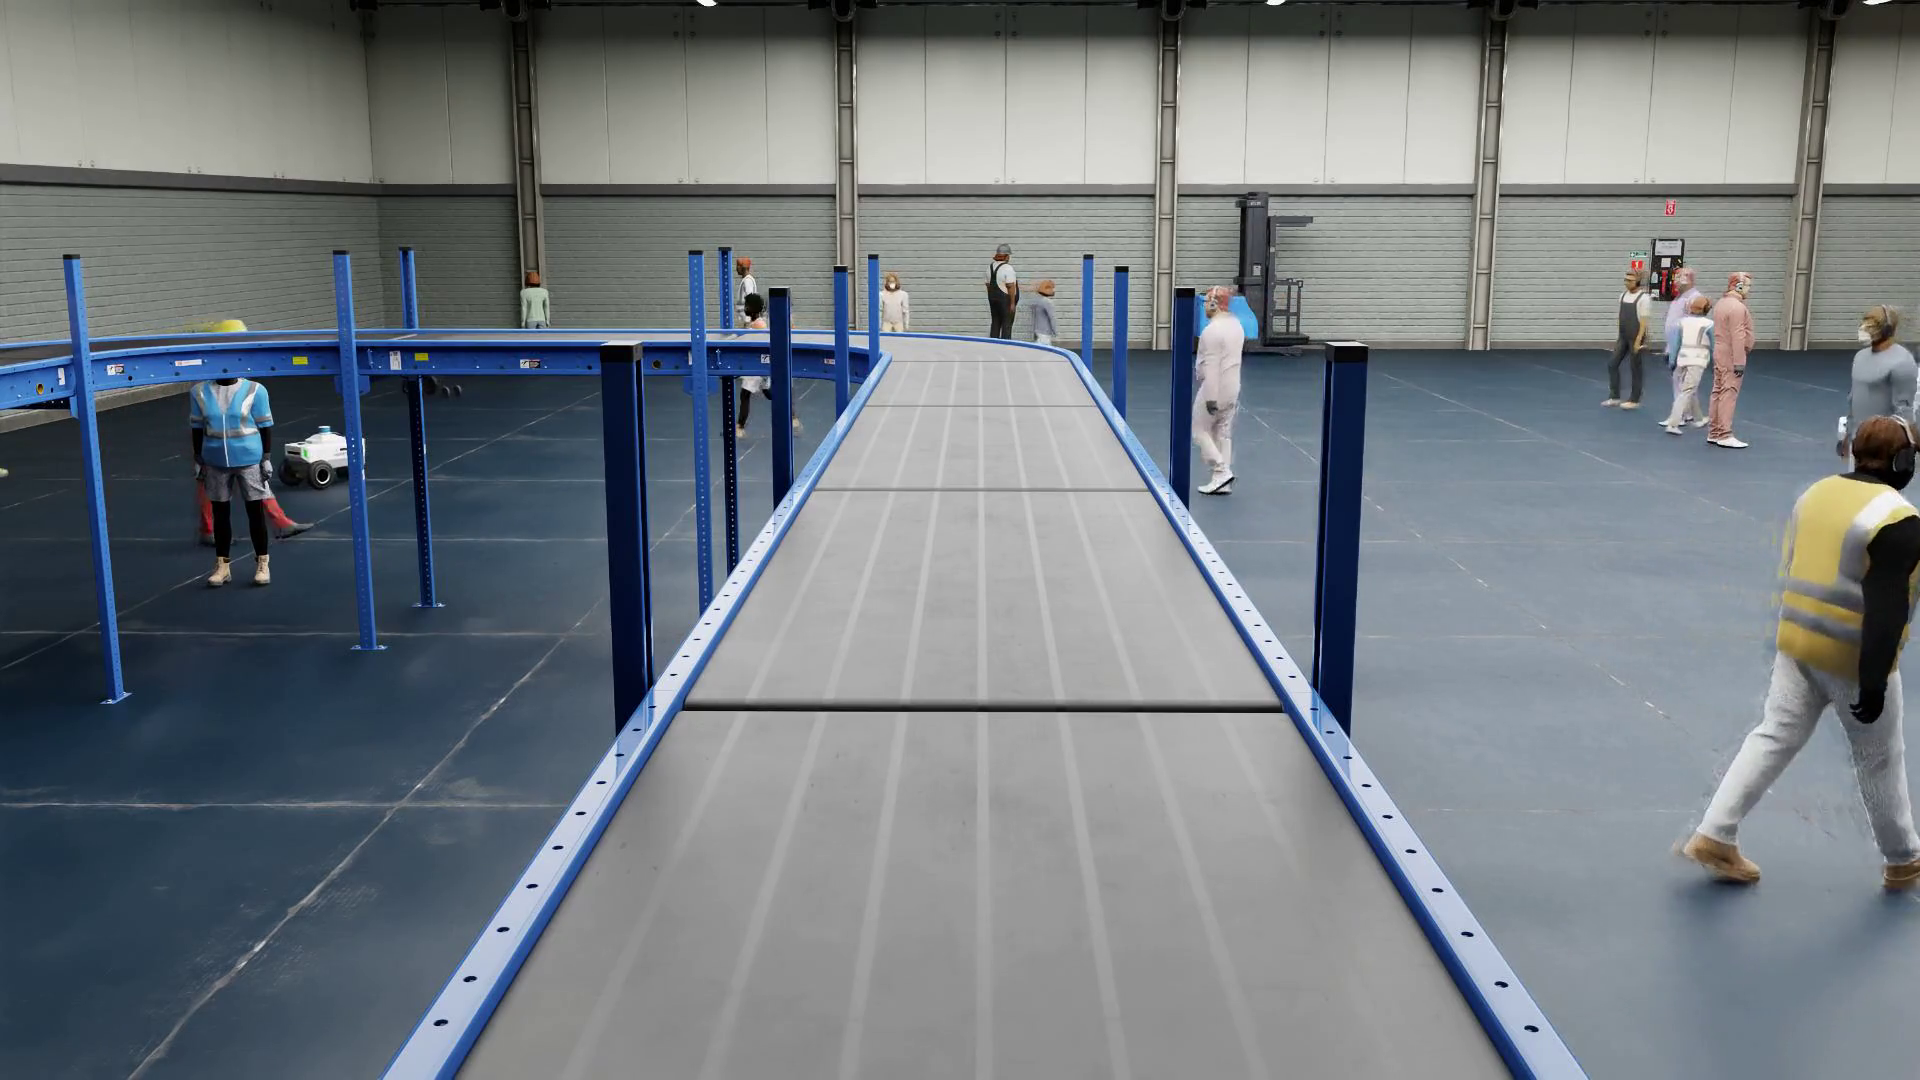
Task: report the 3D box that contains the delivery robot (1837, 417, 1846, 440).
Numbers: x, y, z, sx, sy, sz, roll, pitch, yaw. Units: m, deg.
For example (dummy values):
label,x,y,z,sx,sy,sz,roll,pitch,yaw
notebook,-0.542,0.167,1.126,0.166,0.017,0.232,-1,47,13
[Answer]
label,x,y,z,sx,sy,sz,roll,pitch,yaw
delivery robot,9.473,-1.146,17.311,0.477,0.478,0.707,0,11,-2

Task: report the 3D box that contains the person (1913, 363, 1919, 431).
label,x,y,z,sx,sy,sz,roll,pitch,yaw
person,11.520,-2.185,19.454,0.855,1.846,0.704,-1,11,-4

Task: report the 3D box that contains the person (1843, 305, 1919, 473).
label,x,y,z,sx,sy,sz,roll,pitch,yaw
person,6.505,-0.691,11.650,0.857,1.912,0.631,0,11,2

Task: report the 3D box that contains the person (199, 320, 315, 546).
label,x,y,z,sx,sy,sz,roll,pitch,yaw
person,-5.435,-0.808,12.675,0.884,1.717,0.545,-2,11,-12

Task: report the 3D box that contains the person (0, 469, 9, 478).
label,x,y,z,sx,sy,sz,roll,pitch,yaw
person,-9.347,-1.366,15.709,0.537,1.672,0.785,2,11,9

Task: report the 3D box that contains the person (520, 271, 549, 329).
label,x,y,z,sx,sy,sz,roll,pitch,yaw
person,-6.820,-3.485,26.681,0.509,1.632,0.265,-10,15,-40

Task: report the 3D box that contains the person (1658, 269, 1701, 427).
label,x,y,z,sx,sy,sz,roll,pitch,yaw
person,8.749,-2.320,20.108,0.535,1.883,0.714,1,11,5

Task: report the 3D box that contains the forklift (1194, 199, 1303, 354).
label,x,y,z,sx,sy,sz,roll,pitch,yaw
forklift,5.313,-4.851,30.603,1.873,2.768,1.129,0,11,1

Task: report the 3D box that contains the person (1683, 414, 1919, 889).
label,x,y,z,sx,sy,sz,roll,pitch,yaw
person,3.250,0.431,6.189,0.980,1.790,0.664,-2,11,-9

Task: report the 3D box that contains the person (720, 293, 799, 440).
label,x,y,z,sx,sy,sz,roll,pitch,yaw
person,-2.255,-1.977,18.880,0.893,1.657,0.525,-2,11,-9

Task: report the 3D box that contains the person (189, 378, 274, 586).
label,x,y,z,sx,sy,sz,roll,pitch,yaw
person,-4.952,-0.531,11.332,0.540,1.699,0.317,-1,11,-8

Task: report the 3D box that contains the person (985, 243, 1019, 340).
label,x,y,z,sx,sy,sz,roll,pitch,yaw
person,0.791,-4.188,29.356,0.538,2.000,0.685,-9,14,-37

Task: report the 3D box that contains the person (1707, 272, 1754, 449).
label,x,y,z,sx,sy,sz,roll,pitch,yaw
person,8.474,-1.980,18.248,0.411,1.908,0.643,1,11,6

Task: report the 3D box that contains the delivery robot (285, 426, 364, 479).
label,x,y,z,sx,sy,sz,roll,pitch,yaw
delivery robot,-5.990,-0.833,15.706,0.477,0.478,0.707,7,13,31

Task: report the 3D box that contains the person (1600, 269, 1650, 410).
label,x,y,z,sx,sy,sz,roll,pitch,yaw
person,8.645,-2.601,21.640,0.664,1.824,0.550,-4,12,-21

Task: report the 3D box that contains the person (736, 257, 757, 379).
label,x,y,z,sx,sy,sz,roll,pitch,yaw
person,-3.302,-3.444,25.829,0.337,1.882,0.584,-1,11,-7

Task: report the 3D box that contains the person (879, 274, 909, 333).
label,x,y,z,sx,sy,sz,roll,pitch,yaw
person,-1.047,-3.363,26.105,0.512,1.613,0.546,0,11,0

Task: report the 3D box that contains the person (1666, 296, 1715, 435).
label,x,y,z,sx,sy,sz,roll,pitch,yaw
person,8.518,-2.019,19.264,0.900,1.587,0.503,-5,12,-26

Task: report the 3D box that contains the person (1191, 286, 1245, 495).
label,x,y,z,sx,sy,sz,roll,pitch,yaw
person,2.302,-1.339,14.999,0.427,1.888,0.648,8,13,35

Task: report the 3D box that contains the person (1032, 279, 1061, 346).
label,x,y,z,sx,sy,sz,roll,pitch,yaw
person,1.321,-2.965,24.077,0.784,1.595,0.517,-4,12,-18
